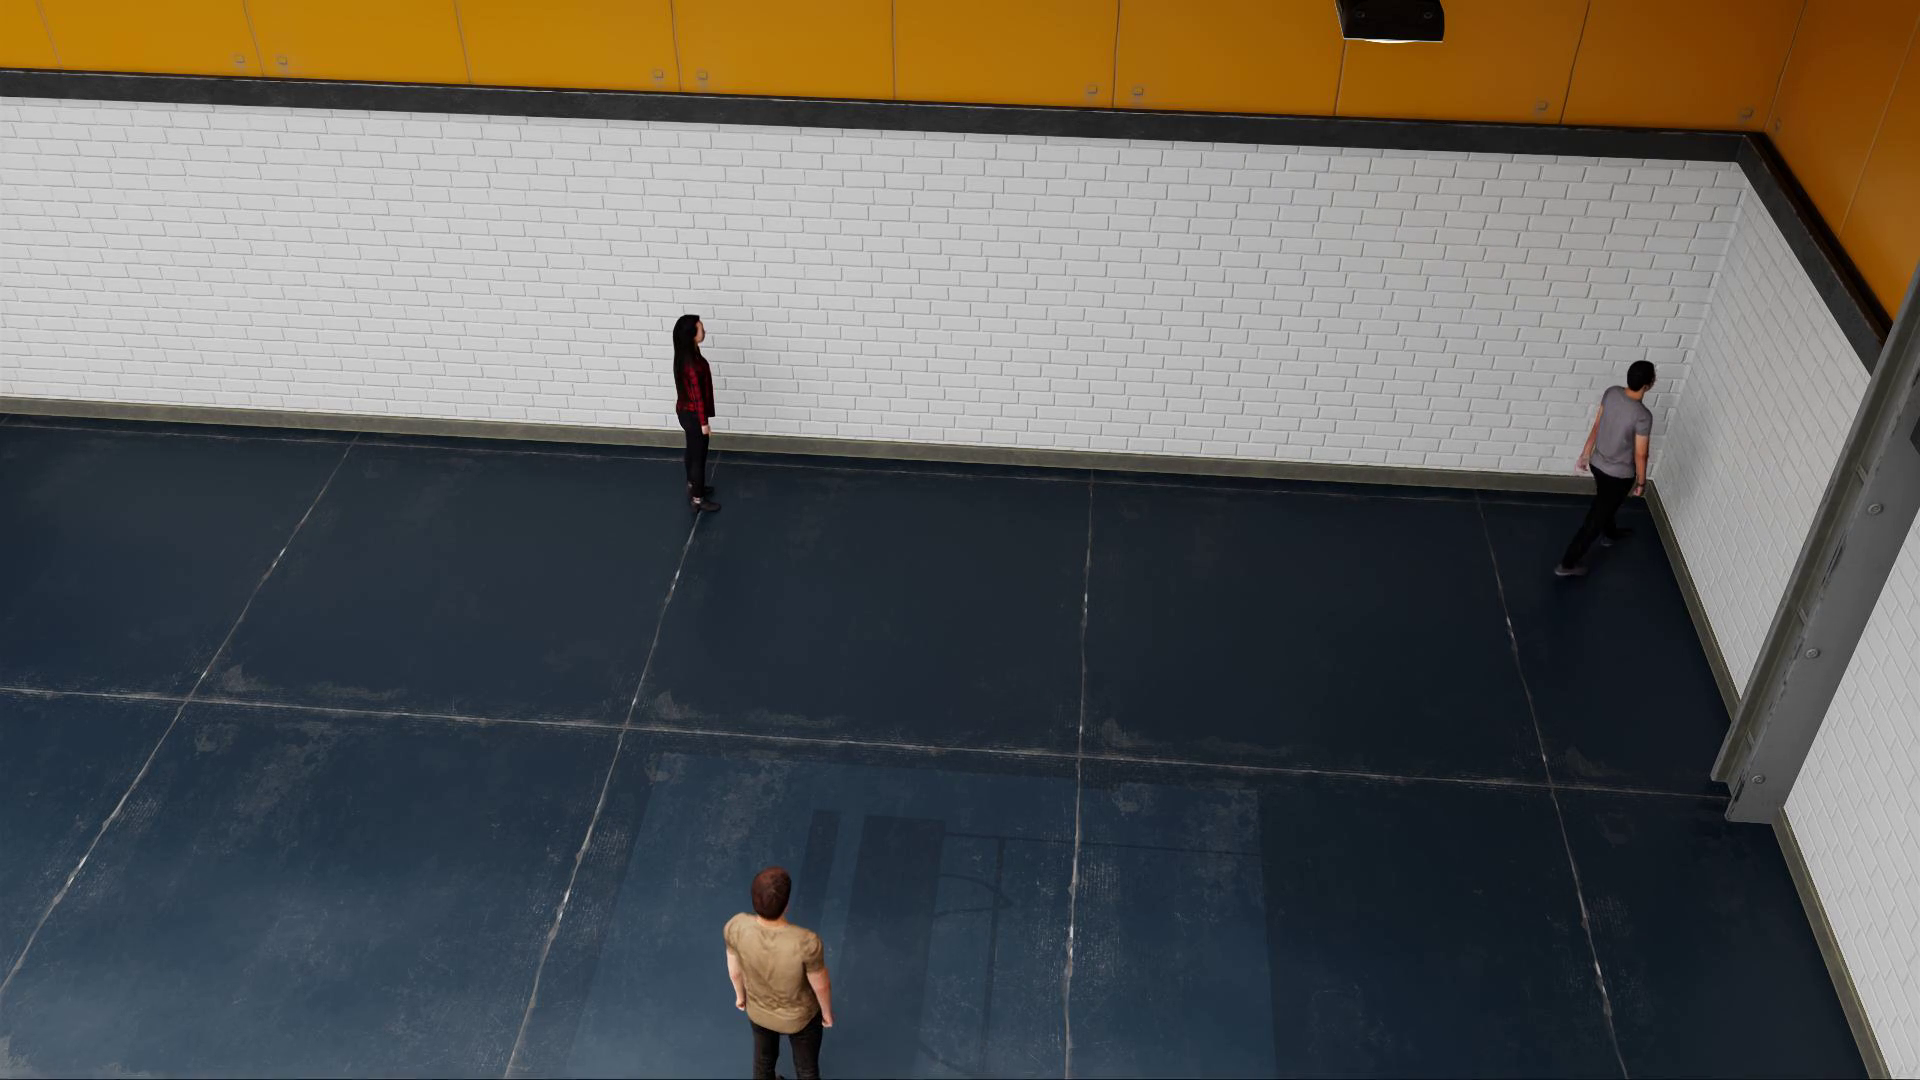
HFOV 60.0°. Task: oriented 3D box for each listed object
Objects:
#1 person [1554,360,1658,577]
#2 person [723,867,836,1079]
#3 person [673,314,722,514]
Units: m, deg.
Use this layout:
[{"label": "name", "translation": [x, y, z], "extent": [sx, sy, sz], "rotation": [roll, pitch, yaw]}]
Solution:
[{"label": "person", "translation": [4.563, -0.478, 11.761], "extent": [1.001, 1.717, 1.109], "rotation": [-13, 40, -16]}, {"label": "person", "translation": [-0.881, 2.292, 8.187], "extent": [0.698, 1.848, 0.609], "rotation": [9, 39, 11]}, {"label": "person", "translation": [-1.994, -0.938, 12.390], "extent": [0.713, 1.649, 0.586], "rotation": [-12, 40, -15]}]
